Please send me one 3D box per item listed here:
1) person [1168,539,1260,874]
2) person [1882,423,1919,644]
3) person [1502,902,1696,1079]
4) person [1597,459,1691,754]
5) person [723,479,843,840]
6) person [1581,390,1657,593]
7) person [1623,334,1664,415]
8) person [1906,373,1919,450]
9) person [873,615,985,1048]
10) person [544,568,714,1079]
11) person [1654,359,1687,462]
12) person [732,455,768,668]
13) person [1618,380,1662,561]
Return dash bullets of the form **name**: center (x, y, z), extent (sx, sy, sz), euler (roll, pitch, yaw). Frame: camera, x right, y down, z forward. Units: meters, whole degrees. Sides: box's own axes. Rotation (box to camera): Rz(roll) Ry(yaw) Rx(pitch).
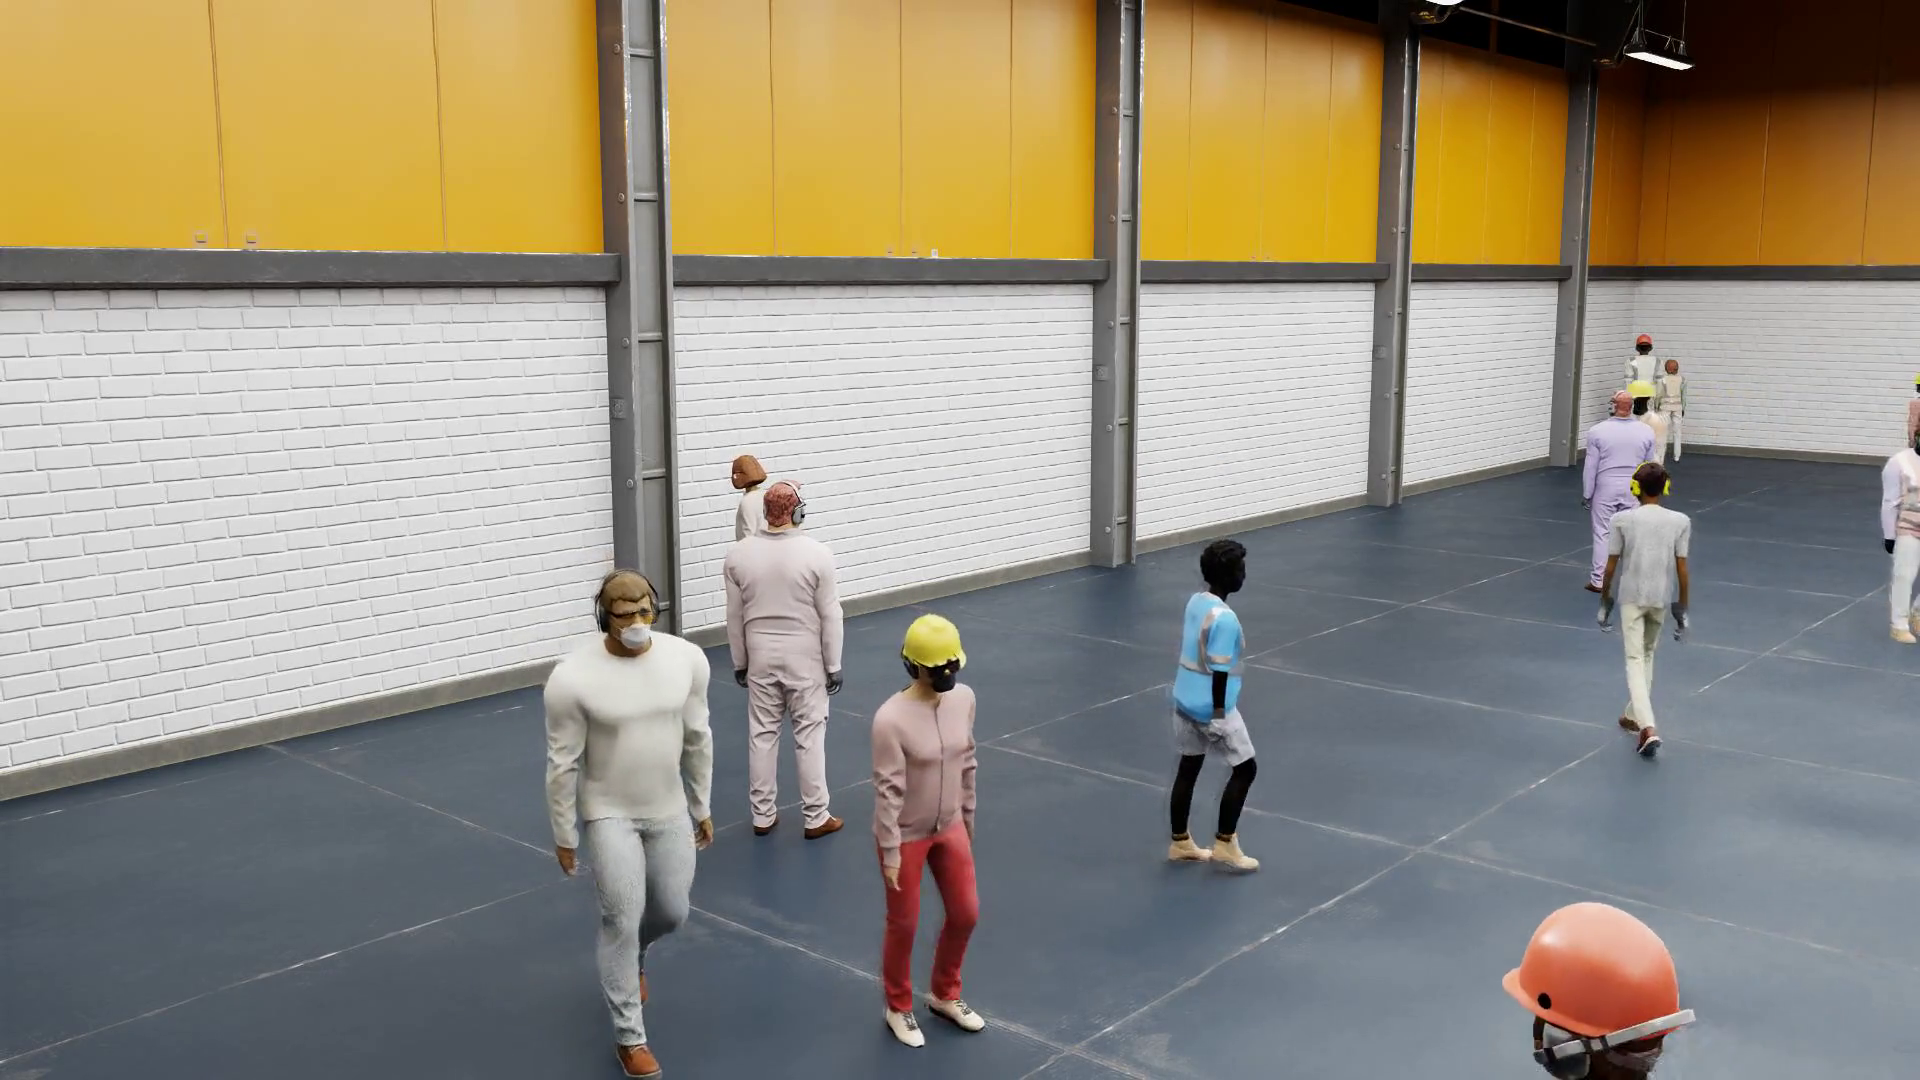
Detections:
- **person**: center (1.300, 0.825, 8.302), extent (0.545, 1.678, 0.547), euler (-2, 9, -13)
- **person**: center (7.747, -0.060, 13.412), extent (0.652, 1.824, 0.447), euler (0, 9, 1)
- **person**: center (1.053, 1.574, 2.828), extent (0.631, 1.940, 1.046), euler (-4, 10, -23)
- **person**: center (4.327, 0.411, 10.498), extent (0.531, 1.826, 0.937), euler (1, 9, 5)
- **person**: center (-0.908, 0.632, 8.805), extent (0.640, 1.910, 0.407), euler (3, 9, 16)
- **person**: center (6.152, -0.447, 15.586), extent (0.653, 1.906, 0.408), euler (1, 9, 6)
- **person**: center (10.866, -2.258, 26.539), extent (0.611, 2.040, 0.393), euler (1, 9, 4)
- **person**: center (12.567, -1.329, 21.709), extent (0.537, 1.720, 0.901), euler (-1, 9, -9)
- **person**: center (-0.133, 1.114, 6.335), extent (0.543, 1.736, 0.502), euler (-8, 12, -40)
- **person**: center (-1.269, 1.026, 6.315), extent (0.638, 1.916, 0.680), euler (-5, 11, -31)
- **person**: center (11.321, -2.059, 26.534), extent (0.513, 1.642, 0.313), euler (1, 9, 3)
- **person**: center (-1.568, 0.169, 12.572), extent (0.281, 1.633, 0.498), euler (1, 9, 8)
- **person**: center (6.949, -0.693, 17.142), extent (0.499, 1.910, 0.590), euler (1, 9, 3)
